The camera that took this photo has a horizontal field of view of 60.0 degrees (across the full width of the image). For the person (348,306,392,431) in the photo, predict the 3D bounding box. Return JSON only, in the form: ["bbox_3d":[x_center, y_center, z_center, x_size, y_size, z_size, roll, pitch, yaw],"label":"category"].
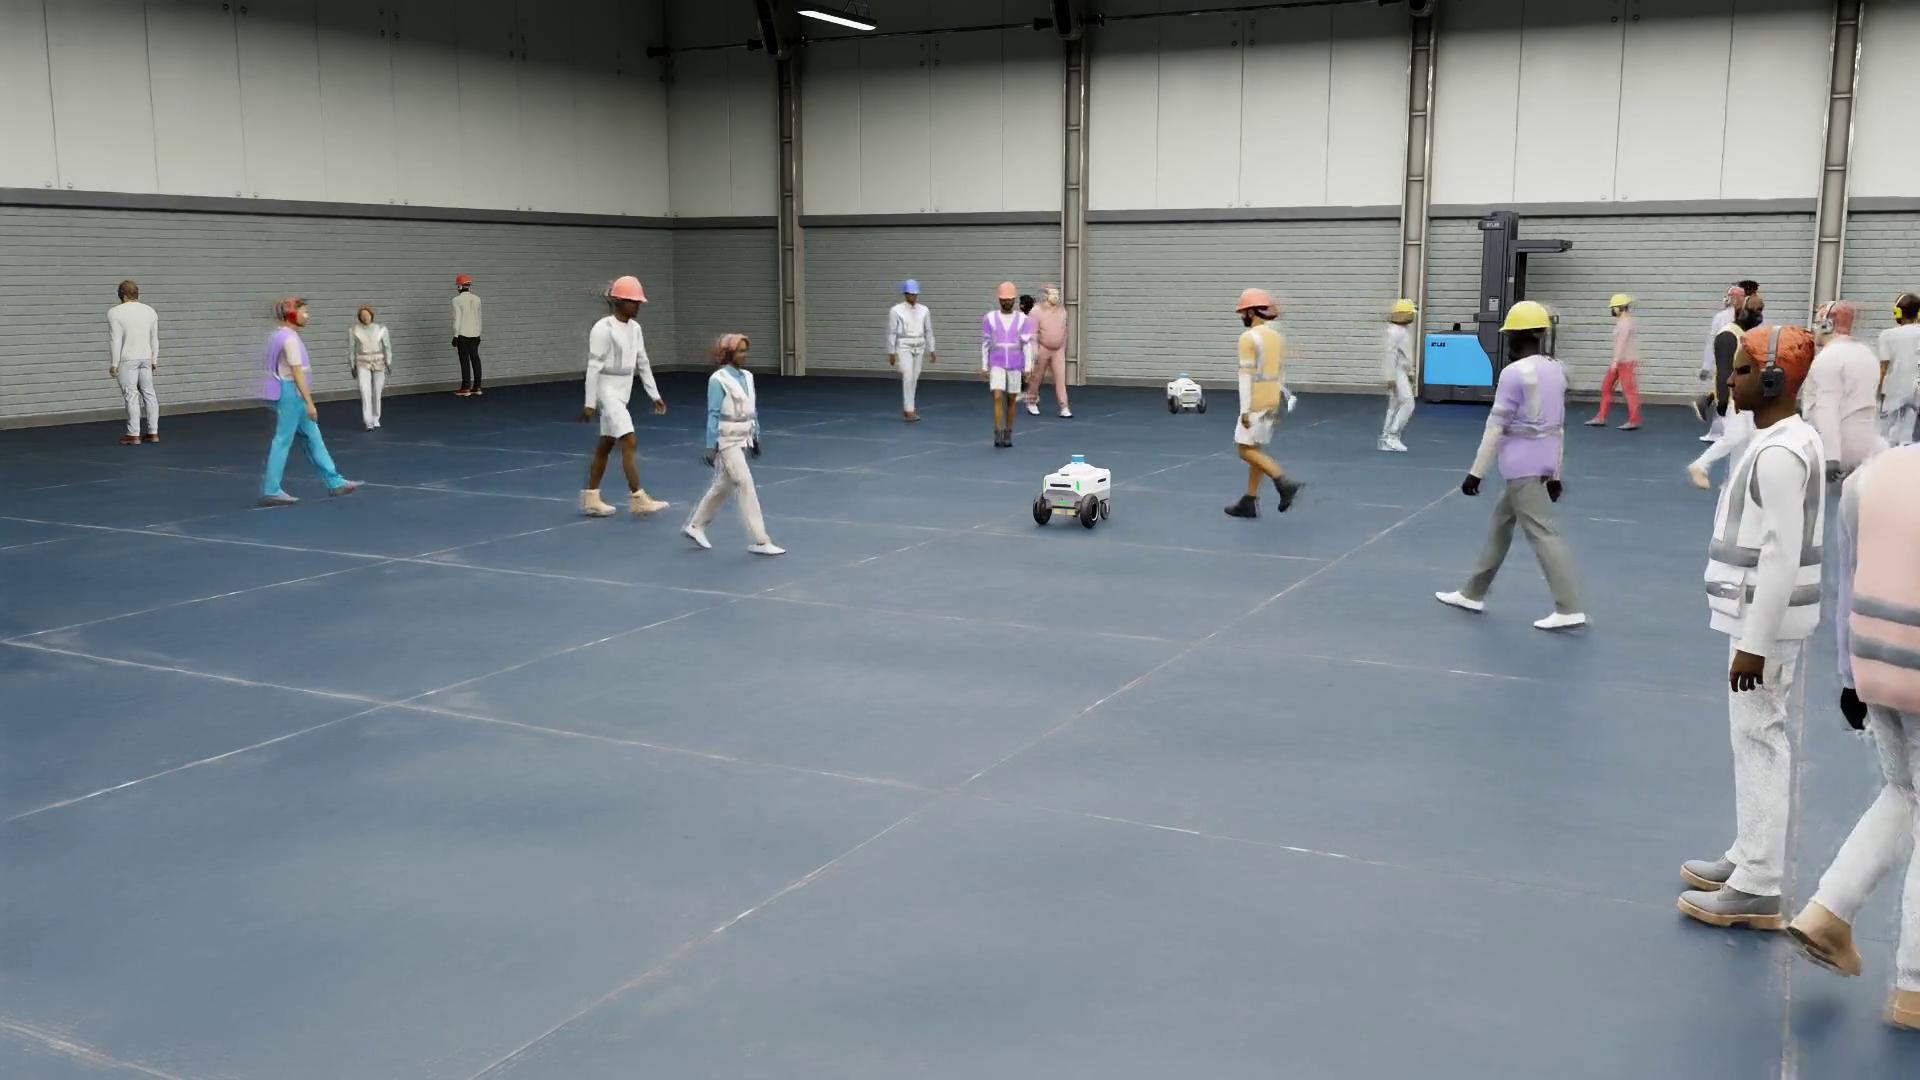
[{"bbox_3d":[-7.659,-2.239,21.605,0.513,1.597,0.845,-4,10,-26],"label":"person"}]

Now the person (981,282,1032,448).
[{"bbox_3d":[0.545,-1.999,19.162,0.575,1.900,0.902,0,9,-1],"label":"person"}]

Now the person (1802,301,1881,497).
[{"bbox_3d":[5.507,-0.576,10.545,0.656,1.850,0.993,-6,11,-33],"label":"person"}]

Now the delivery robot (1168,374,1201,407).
[{"bbox_3d":[3.272,-2.178,24.260,0.477,0.478,0.707,-1,9,-8],"label":"delivery robot"}]

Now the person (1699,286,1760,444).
[{"bbox_3d":[9.074,-2.037,19.499,0.638,1.876,0.906,-4,10,-24],"label":"person"}]

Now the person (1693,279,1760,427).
[{"bbox_3d":[10.195,-2.467,21.946,0.824,1.945,0.590,3,10,20],"label":"person"}]

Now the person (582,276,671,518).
[{"bbox_3d":[-2.763,-1.178,13.824,0.970,1.990,0.603,2,9,13],"label":"person"}]

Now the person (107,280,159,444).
[{"bbox_3d":[-9.834,-2.119,19.799,0.363,1.939,0.636,5,10,26],"label":"person"}]

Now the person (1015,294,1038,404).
[{"bbox_3d":[0.996,-2.923,25.535,0.503,1.679,0.540,-5,10,-27],"label":"person"}]

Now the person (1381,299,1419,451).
[{"bbox_3d":[5.012,-1.863,18.885,0.478,1.728,0.496,4,10,23],"label":"person"}]

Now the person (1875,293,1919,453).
[{"bbox_3d":[8.391,-1.262,14.788,0.511,1.853,0.419,1,9,7],"label":"person"}]

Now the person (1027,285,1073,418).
[{"bbox_3d":[1.239,-2.673,23.494,0.648,1.859,1.006,-4,10,-24],"label":"person"}]

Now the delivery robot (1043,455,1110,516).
[{"bbox_3d":[0.965,-0.457,13.647,0.477,0.478,0.707,5,10,27],"label":"delivery robot"}]

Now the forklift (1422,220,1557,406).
[{"bbox_3d":[8.245,-3.527,25.720,1.873,2.768,1.129,5,10,27],"label":"forklift"}]

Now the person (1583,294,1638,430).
[{"bbox_3d":[8.440,-2.297,21.497,0.779,1.732,0.551,3,10,15],"label":"person"}]

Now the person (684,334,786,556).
[{"bbox_3d":[-1.680,-0.703,12.098,0.860,1.601,0.521,4,10,21],"label":"person"}]

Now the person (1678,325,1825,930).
[{"bbox_3d":[2.518,0.267,5.253,0.348,1.882,0.584,5,10,26],"label":"person"}]

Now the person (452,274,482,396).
[{"bbox_3d":[-8.152,-3.391,27.468,0.381,1.994,0.622,5,10,26],"label":"person"}]

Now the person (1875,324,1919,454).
[{"bbox_3d":[8.977,-1.415,15.638,0.968,1.888,0.601,9,13,44],"label":"person"}]

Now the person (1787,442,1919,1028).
[{"bbox_3d":[2.658,0.419,4.512,0.435,1.831,0.629,-2,9,-12],"label":"person"}]

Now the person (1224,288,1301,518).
[{"bbox_3d":[2.533,-1.122,13.768,0.685,1.907,0.560,9,13,44],"label":"person"}]

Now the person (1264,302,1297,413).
[{"bbox_3d":[4.421,-2.572,23.589,0.684,1.610,0.510,7,12,37],"label":"person"}]

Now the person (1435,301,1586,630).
[{"bbox_3d":[3.256,-0.441,9.644,0.993,1.878,0.588,8,12,42],"label":"person"}]

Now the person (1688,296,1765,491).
[{"bbox_3d":[6.995,-1.289,15.023,0.645,1.826,0.510,-7,11,-36],"label":"person"}]

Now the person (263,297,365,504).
[{"bbox_3d":[-5.752,-1.229,14.685,0.921,1.805,0.586,-3,10,-20],"label":"person"}]

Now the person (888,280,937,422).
[{"bbox_3d":[-0.599,-2.554,22.562,0.609,1.917,0.849,-6,11,-32],"label":"person"}]
